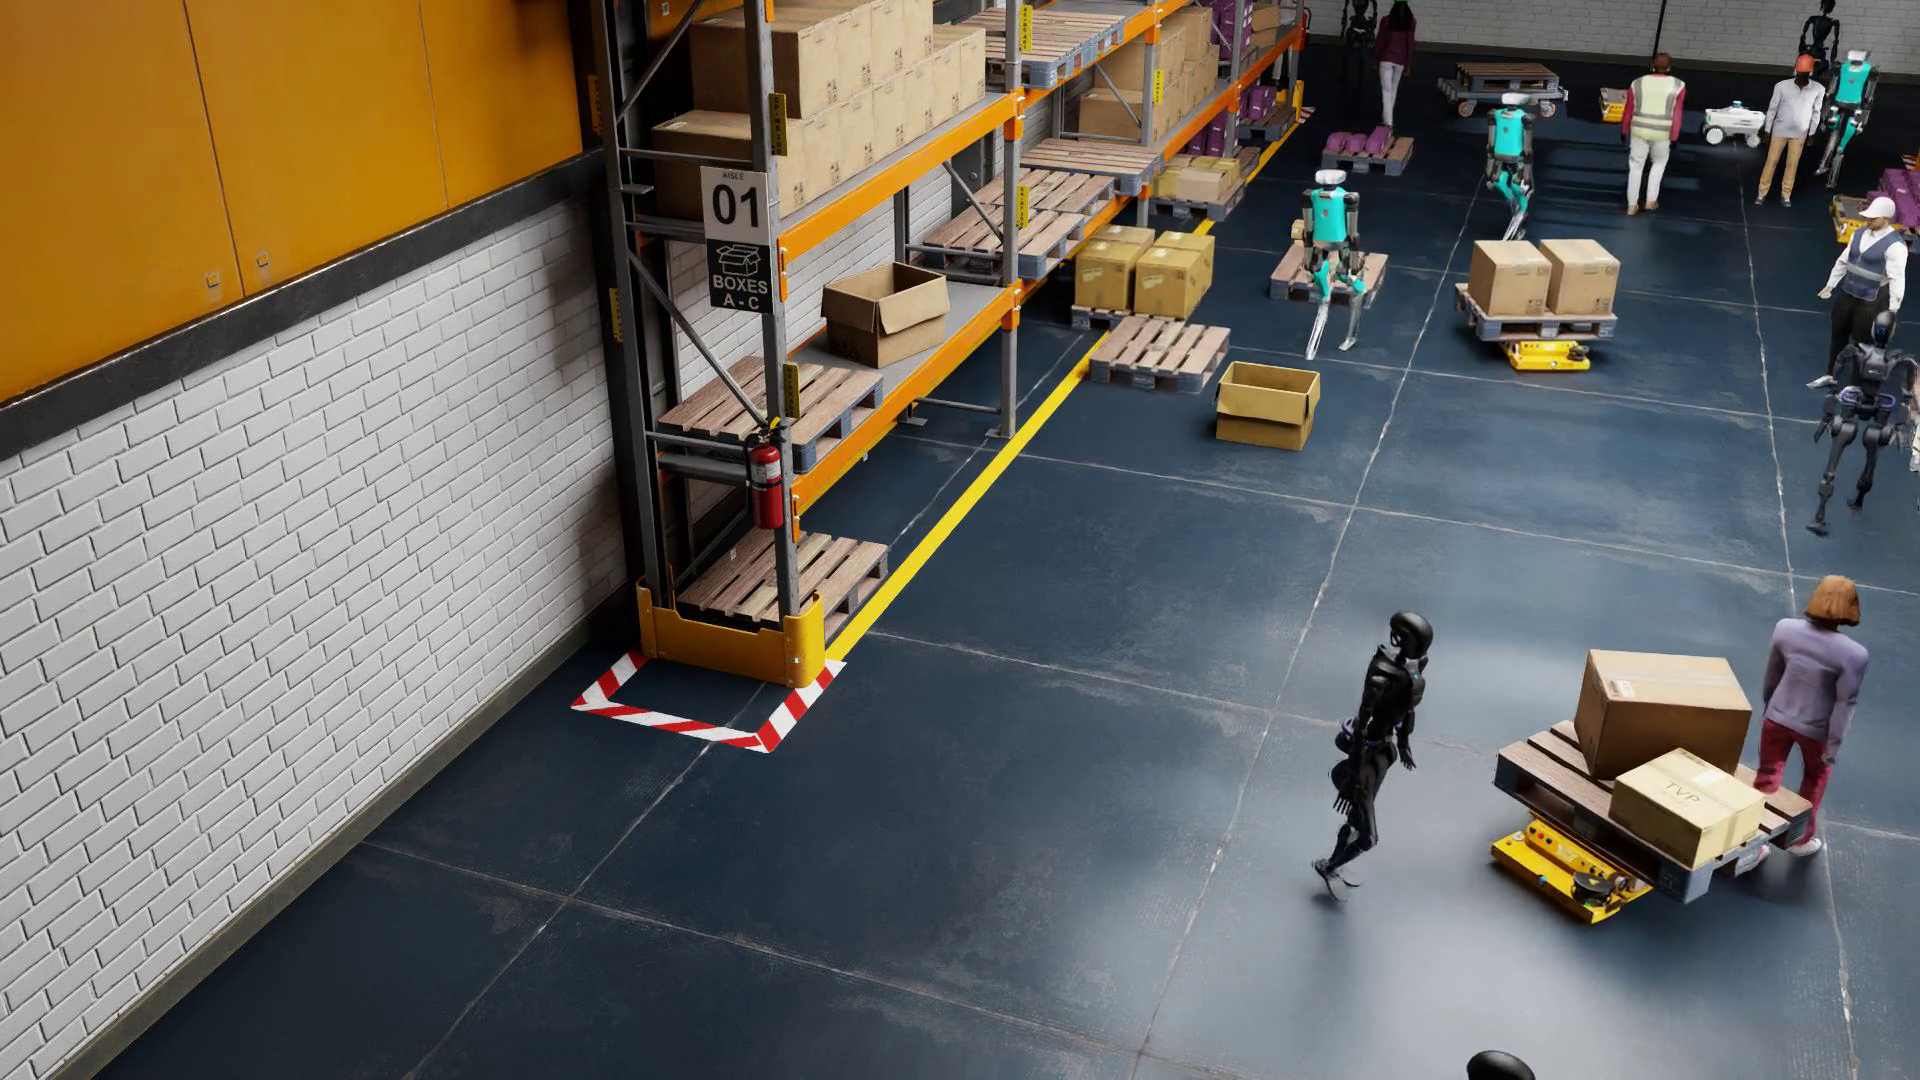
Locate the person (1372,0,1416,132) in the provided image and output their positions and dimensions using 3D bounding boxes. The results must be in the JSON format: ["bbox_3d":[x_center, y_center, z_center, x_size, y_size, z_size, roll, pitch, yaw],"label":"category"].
[{"bbox_3d":[5.911,-6.555,22.696,0.494,1.899,0.992,-1,27,-1],"label":"person"}]

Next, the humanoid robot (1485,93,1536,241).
[{"bbox_3d":[5.987,-3.919,17.790,0.931,1.812,0.563,-24,36,-38],"label":"humanoid robot"}]

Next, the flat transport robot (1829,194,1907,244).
[{"bbox_3d":[10.199,-3.586,18.706,0.659,0.231,1.431,10,29,19],"label":"flat transport robot"}]

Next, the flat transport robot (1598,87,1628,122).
[{"bbox_3d":[9.527,-6.223,23.820,0.659,0.231,1.431,8,28,14],"label":"flat transport robot"}]

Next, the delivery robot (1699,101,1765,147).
[{"bbox_3d":[10.295,-5.556,22.217,0.775,0.596,0.499,7,28,12],"label":"delivery robot"}]

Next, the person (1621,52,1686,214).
[{"bbox_3d":[7.947,-4.692,19.142,0.660,1.828,0.624,14,31,25],"label":"person"}]

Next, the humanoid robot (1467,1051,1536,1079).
[{"bbox_3d":[1.715,2.377,5.617,0.557,1.641,0.608,9,29,17],"label":"humanoid robot"}]

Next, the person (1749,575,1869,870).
[{"bbox_3d":[4.291,0.933,8.473,0.591,1.595,0.505,-21,34,-34],"label":"person"}]

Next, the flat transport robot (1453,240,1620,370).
[{"bbox_3d":[5.296,-1.919,15.473,0.659,0.231,1.431,0,27,0],"label":"flat transport robot"}]

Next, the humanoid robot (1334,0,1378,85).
[{"bbox_3d":[6.070,-7.770,25.301,0.627,1.638,0.406,20,34,34],"label":"humanoid robot"}]

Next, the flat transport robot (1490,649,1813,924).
[{"bbox_3d":[3.553,1.534,8.776,1.431,0.231,0.659,-16,31,-28],"label":"flat transport robot"}]

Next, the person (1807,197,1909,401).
[{"bbox_3d":[7.656,-2.052,14.114,0.464,1.751,0.775,-9,29,-17],"label":"person"}]

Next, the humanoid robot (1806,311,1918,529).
[{"bbox_3d":[6.484,-0.855,11.909,0.589,1.651,0.630,15,31,27],"label":"humanoid robot"}]

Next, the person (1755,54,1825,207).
[{"bbox_3d":[9.683,-4.775,19.391,0.574,1.749,0.334,9,29,17],"label":"person"}]

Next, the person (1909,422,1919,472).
[{"bbox_3d":[7.717,-1.331,12.711,0.563,1.752,0.338,7,28,13],"label":"person"}]

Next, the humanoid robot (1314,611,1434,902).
[{"bbox_3d":[2.015,1.050,8.186,0.443,1.638,0.591,22,34,36],"label":"humanoid robot"}]

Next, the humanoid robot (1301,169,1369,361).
[{"bbox_3d":[3.438,-2.532,15.088,0.581,1.784,0.869,18,32,31],"label":"humanoid robot"}]

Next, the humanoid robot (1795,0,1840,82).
[{"bbox_3d":[12.105,-6.810,23.457,0.741,1.626,0.608,-16,31,-28],"label":"humanoid robot"}]

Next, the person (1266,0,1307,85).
[{"bbox_3d":[4.957,-7.922,25.297,0.636,1.937,0.357,-9,29,-16],"label":"person"}]

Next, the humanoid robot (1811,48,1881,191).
[{"bbox_3d":[10.700,-5.098,20.087,0.536,1.736,0.994,16,31,29],"label":"humanoid robot"}]
